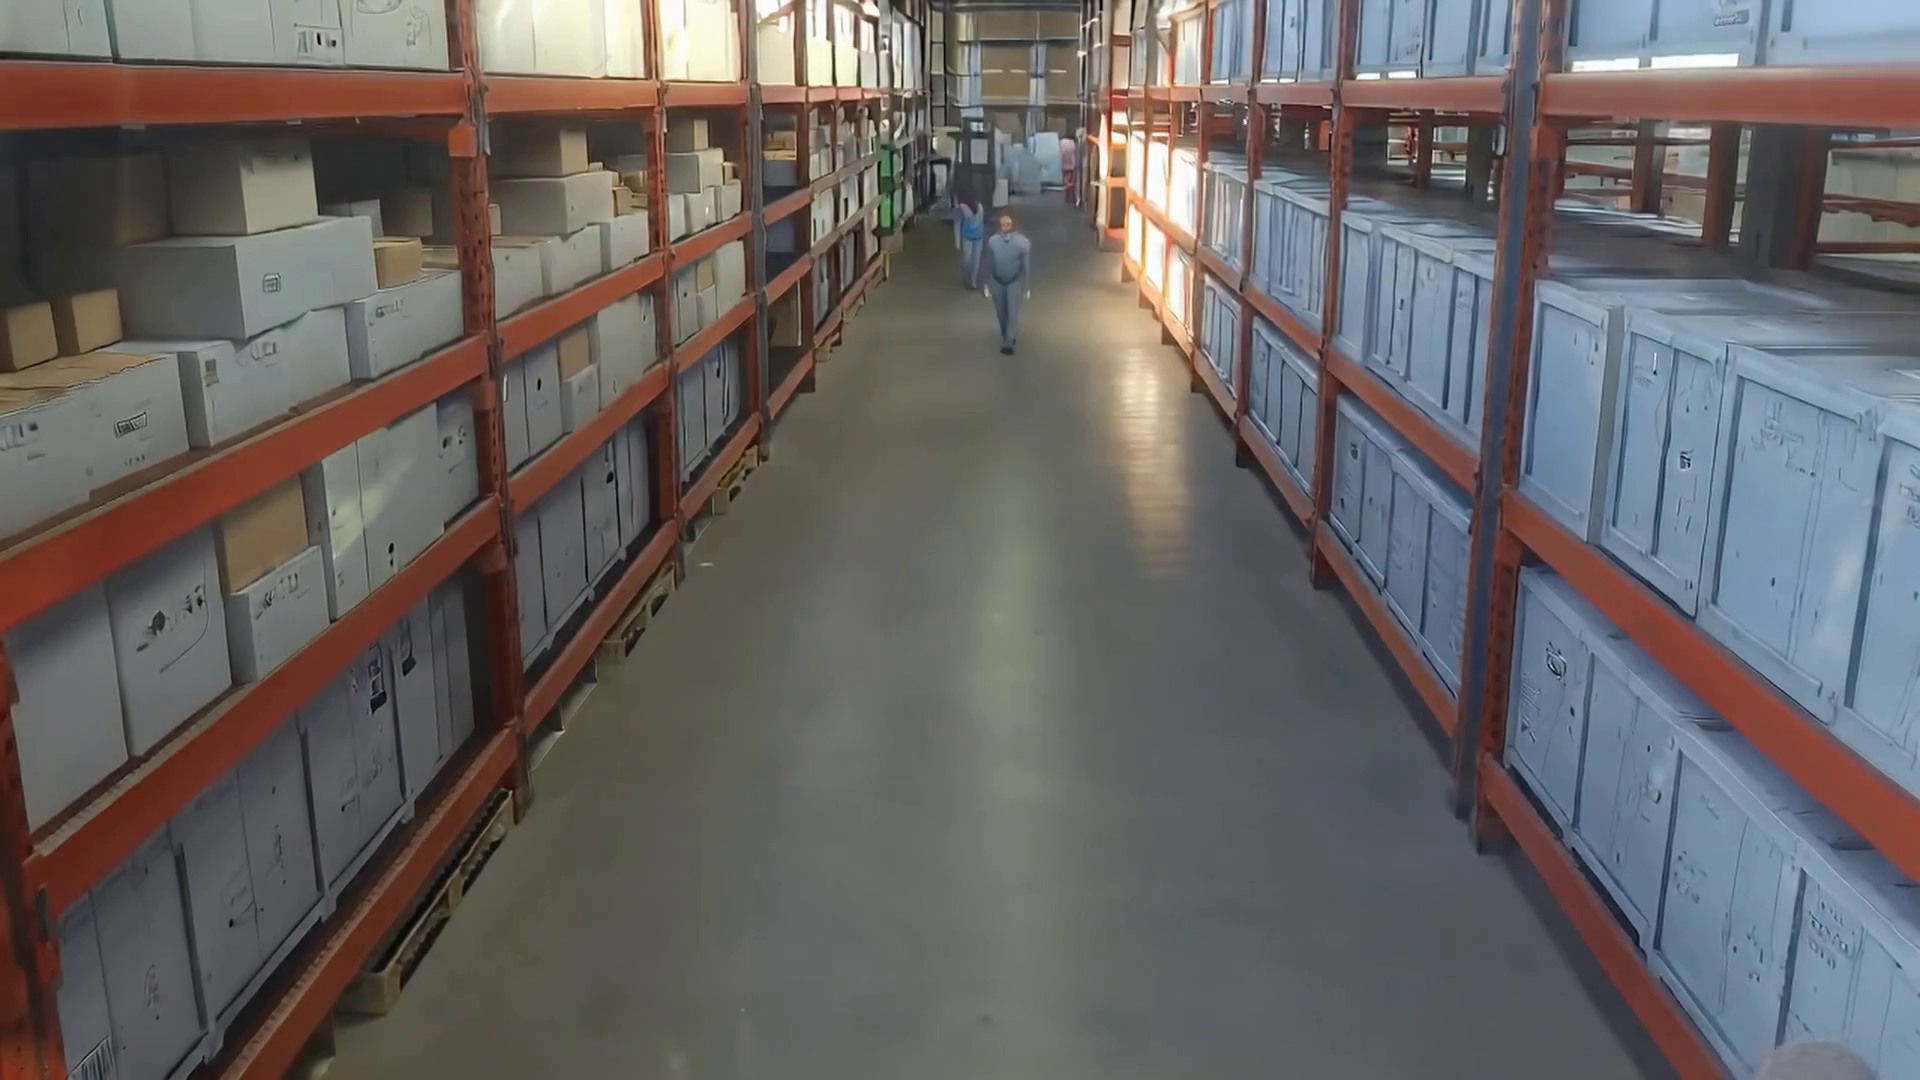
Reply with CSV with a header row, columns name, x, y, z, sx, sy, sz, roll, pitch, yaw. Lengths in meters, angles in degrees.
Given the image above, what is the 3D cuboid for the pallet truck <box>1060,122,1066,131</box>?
name,x,y,z,sx,sy,sz,roll,pitch,yaw
pallet truck,5.788,-21.111,88.014,1.885,1.965,0.823,5,16,18

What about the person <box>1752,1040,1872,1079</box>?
name,x,y,z,sx,sy,sz,roll,pitch,yaw
person,1.462,1.784,3.368,0.611,1.718,0.496,0,15,2

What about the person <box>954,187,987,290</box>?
name,x,y,z,sx,sy,sz,roll,pitch,yaw
person,0.202,-5.425,29.984,0.627,1.830,0.438,-9,18,-31

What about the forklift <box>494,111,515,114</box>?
name,x,y,z,sx,sy,sz,roll,pitch,yaw
forklift,-18.348,-15.974,67.225,1.129,2.768,1.873,0,15,1

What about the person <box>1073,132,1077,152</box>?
name,x,y,z,sx,sy,sz,roll,pitch,yaw
person,4.697,-15.692,67.997,0.569,1.919,0.643,6,16,20

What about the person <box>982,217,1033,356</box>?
name,x,y,z,sx,sy,sz,roll,pitch,yaw
person,0.619,-3.443,22.569,0.666,1.844,0.974,6,16,20

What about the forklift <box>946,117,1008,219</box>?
name,x,y,z,sx,sy,sz,roll,pitch,yaw
forklift,0.525,-10.528,46.963,1.129,2.768,1.873,7,17,25

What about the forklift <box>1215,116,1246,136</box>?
name,x,y,z,sx,sy,sz,roll,pitch,yaw
forklift,7.782,-10.919,48.418,1.129,2.768,1.873,0,15,1

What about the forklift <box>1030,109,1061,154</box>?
name,x,y,z,sx,sy,sz,roll,pitch,yaw
forklift,3.777,-16.764,70.163,1.129,2.768,1.873,-9,18,-31

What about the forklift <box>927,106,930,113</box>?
name,x,y,z,sx,sy,sz,roll,pitch,yaw
forklift,-2.001,-20.667,84.687,1.129,2.768,1.873,0,15,2
